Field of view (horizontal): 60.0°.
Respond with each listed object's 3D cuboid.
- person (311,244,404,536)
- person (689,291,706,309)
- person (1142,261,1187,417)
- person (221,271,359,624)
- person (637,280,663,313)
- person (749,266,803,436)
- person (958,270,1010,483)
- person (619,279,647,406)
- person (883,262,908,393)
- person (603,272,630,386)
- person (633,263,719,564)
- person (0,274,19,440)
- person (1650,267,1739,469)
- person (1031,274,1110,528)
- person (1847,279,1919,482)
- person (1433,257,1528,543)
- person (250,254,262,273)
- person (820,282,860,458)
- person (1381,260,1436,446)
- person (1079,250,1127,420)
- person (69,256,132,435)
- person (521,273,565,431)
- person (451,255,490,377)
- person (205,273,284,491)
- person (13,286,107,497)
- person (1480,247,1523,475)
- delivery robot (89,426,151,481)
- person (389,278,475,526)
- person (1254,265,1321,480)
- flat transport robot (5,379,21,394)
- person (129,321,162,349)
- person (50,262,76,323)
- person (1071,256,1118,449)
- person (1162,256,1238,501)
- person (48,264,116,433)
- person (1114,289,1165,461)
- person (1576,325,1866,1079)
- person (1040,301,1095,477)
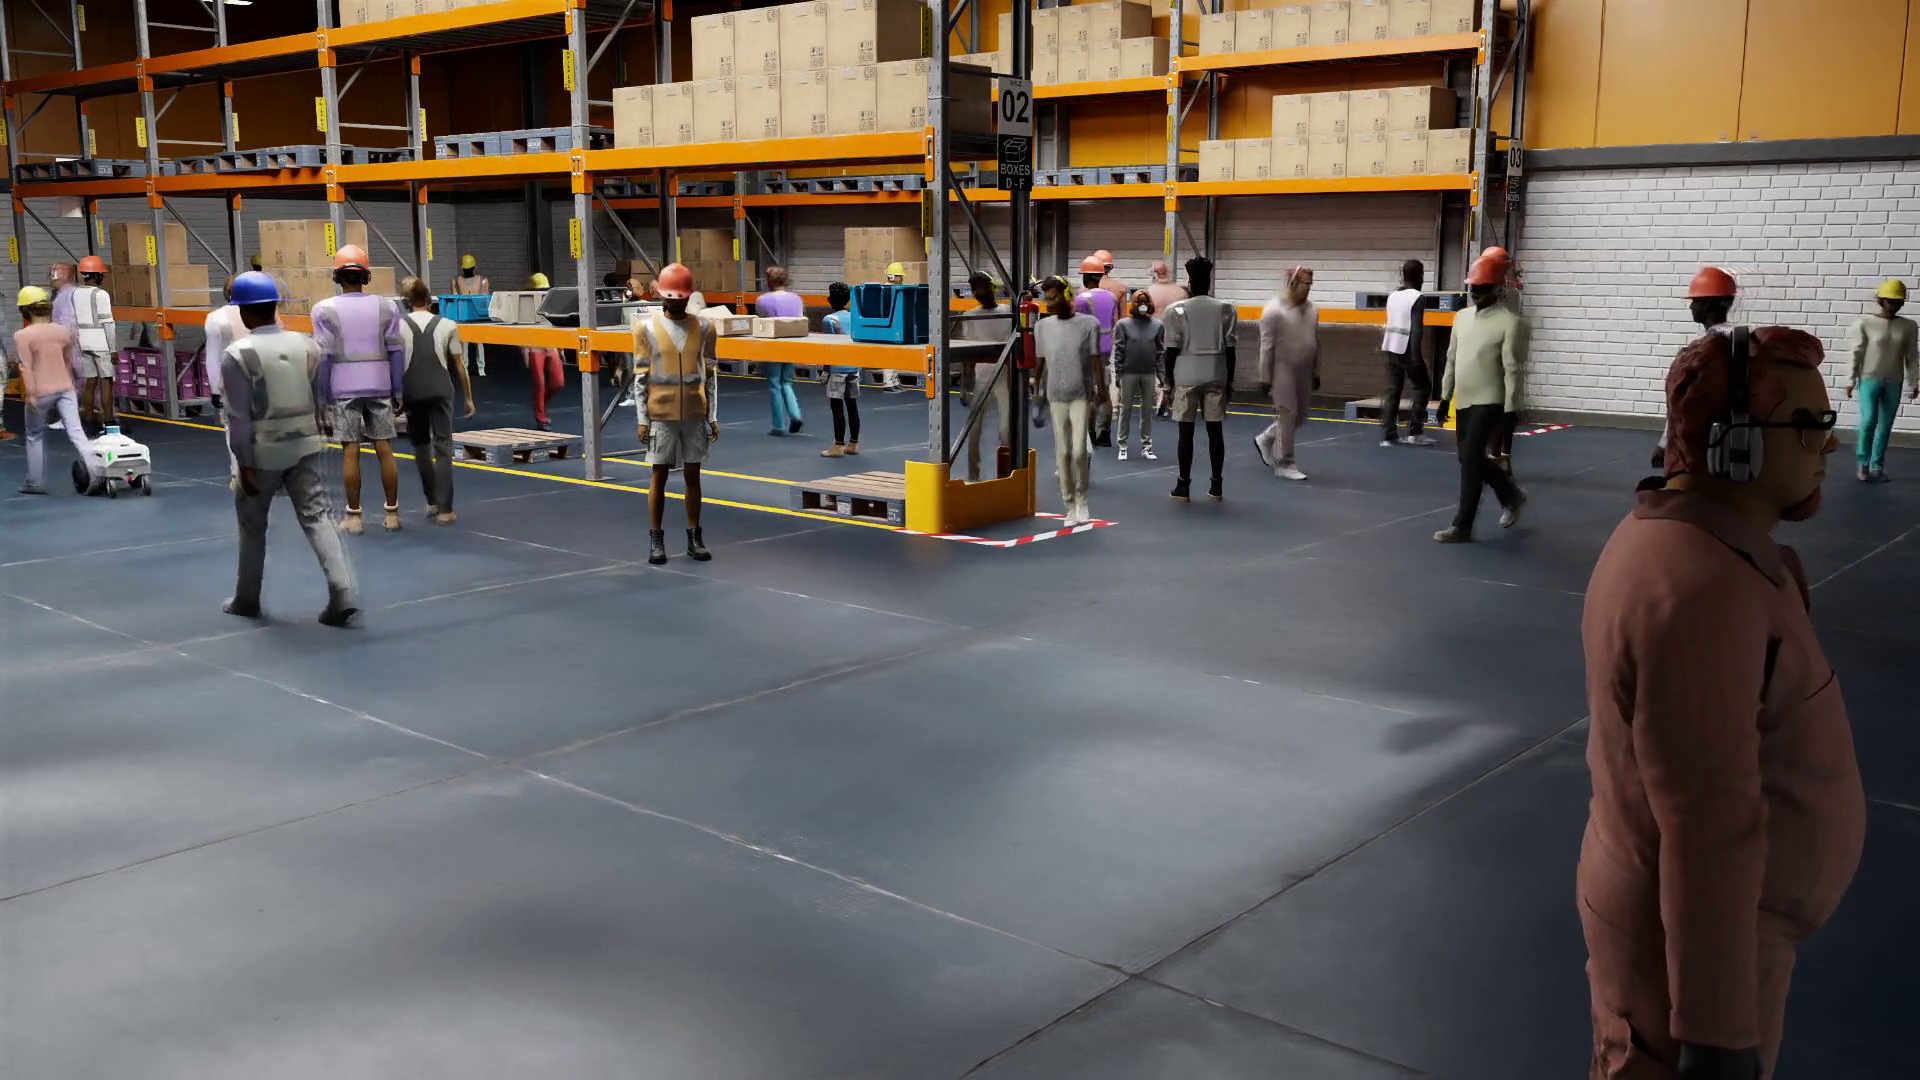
[{"bbox_3d":[-4.250,-1.053,11.768,0.605,2.045,0.378,-6,12,-32],"label":"person"},{"bbox_3d":[-4.144,-3.261,25.630,0.527,1.581,0.587,2,10,9],"label":"person"},{"bbox_3d":[2.389,-2.368,19.757,0.635,1.877,0.697,-3,10,-14],"label":"person"},{"bbox_3d":[-3.643,-0.487,8.947,0.971,1.911,0.613,7,12,35],"label":"person"},{"bbox_3d":[-3.602,-2.284,19.920,0.514,1.642,0.314,-3,10,-18],"label":"person"},{"bbox_3d":[-1.953,-2.018,17.873,0.571,1.826,0.440,-9,13,-42],"label":"person"},{"bbox_3d":[0.248,-1.292,13.744,0.650,1.835,0.501,0,10,3],"label":"person"},{"bbox_3d":[-4.154,-2.514,21.253,0.499,1.634,0.279,5,11,24],"label":"person"},{"bbox_3d":[-0.921,-2.967,23.302,0.403,1.823,0.585,3,10,17],"label":"person"},{"bbox_3d":[-5.053,-3.070,24.270,0.552,1.678,0.686,1,10,4],"label":"person"},{"bbox_3d":[-1.809,-0.807,10.707,0.547,1.924,0.391,-4,11,-21],"label":"person"},{"bbox_3d":[-10.147,-1.993,17.463,0.649,1.919,0.447,6,12,32],"label":"person"},{"bbox_3d":[4.174,-0.591,9.505,0.853,1.902,0.559,10,14,44],"label":"person"},{"bbox_3d":[0.796,-0.994,12.015,0.562,1.836,0.432,3,10,14],"label":"person"},{"bbox_3d":[7.963,-1.353,14.310,0.550,1.752,0.503,1,10,6],"label":"person"},{"bbox_3d":[3.673,-0.979,11.565,0.885,1.968,0.619,-4,11,-23],"label":"person"},{"bbox_3d":[-11.346,-3.665,26.979,0.386,1.922,0.594,2,10,13],"label":"person"},{"bbox_3d":[-1.158,-1.644,16.119,0.318,1.696,0.537,6,12,32],"label":"person"},{"bbox_3d":[4.648,-1.905,17.022,0.691,1.895,0.630,-3,11,-19],"label":"person"},{"bbox_3d":[1.674,-2.406,19.603,0.622,1.997,0.371,-3,10,-16],"label":"person"},{"bbox_3d":[-9.306,-2.087,17.960,0.542,1.938,0.358,4,11,21],"label":"person"},{"bbox_3d":[-4.646,-2.082,18.455,0.540,1.750,0.425,-10,14,-44],"label":"person"},{"bbox_3d":[-7.698,-3.522,26.196,0.590,1.913,0.398,-2,10,-12],"label":"person"},{"bbox_3d":[-5.843,-1.273,13.658,0.637,1.820,0.749,-9,13,-42],"label":"person"},{"bbox_3d":[-7.378,-1.206,13.540,0.897,1.723,0.511,5,11,28],"label":"person"},{"bbox_3d":[4.702,-1.559,14.684,0.400,2.029,0.615,8,13,38],"label":"person"},{"bbox_3d":[-6.960,-0.696,13.703,0.477,0.478,0.707,-10,14,-43],"label":"delivery robot"},{"bbox_3d":[-3.917,-1.028,12.312,0.631,1.793,0.785,-4,11,-21],"label":"person"},{"bbox_3d":[2.872,-1.491,14.737,0.656,1.880,0.690,-7,12,-37],"label":"person"},{"bbox_3d":[-12.689,-2.184,23.254,0.652,0.197,1.431,2,10,10],"label":"flat transport robot"},{"bbox_3d":[-11.732,-3.013,23.894,0.807,1.689,0.504,-3,10,-18],"label":"person"},{"bbox_3d":[-13.712,-3.371,25.622,0.593,1.812,0.765,5,11,28],"label":"person"},{"bbox_3d":[1.337,-1.886,16.807,0.542,1.939,0.368,-9,13,-41],"label":"person"},{"bbox_3d":[1.914,-1.282,13.310,0.602,1.959,0.368,-1,10,-7],"label":"person"},{"bbox_3d":[-9.679,-2.082,18.213,0.779,1.855,0.668,-4,11,-21],"label":"person"},{"bbox_3d":[1.714,-1.572,15.887,0.498,1.634,0.278,-2,10,-9],"label":"person"},{"bbox_3d":[1.160,0.627,2.590,0.407,1.910,0.639,3,10,15],"label":"person"},{"bbox_3d":[0.965,-1.313,14.455,0.533,1.611,0.642,-3,10,-16],"label":"person"}]
